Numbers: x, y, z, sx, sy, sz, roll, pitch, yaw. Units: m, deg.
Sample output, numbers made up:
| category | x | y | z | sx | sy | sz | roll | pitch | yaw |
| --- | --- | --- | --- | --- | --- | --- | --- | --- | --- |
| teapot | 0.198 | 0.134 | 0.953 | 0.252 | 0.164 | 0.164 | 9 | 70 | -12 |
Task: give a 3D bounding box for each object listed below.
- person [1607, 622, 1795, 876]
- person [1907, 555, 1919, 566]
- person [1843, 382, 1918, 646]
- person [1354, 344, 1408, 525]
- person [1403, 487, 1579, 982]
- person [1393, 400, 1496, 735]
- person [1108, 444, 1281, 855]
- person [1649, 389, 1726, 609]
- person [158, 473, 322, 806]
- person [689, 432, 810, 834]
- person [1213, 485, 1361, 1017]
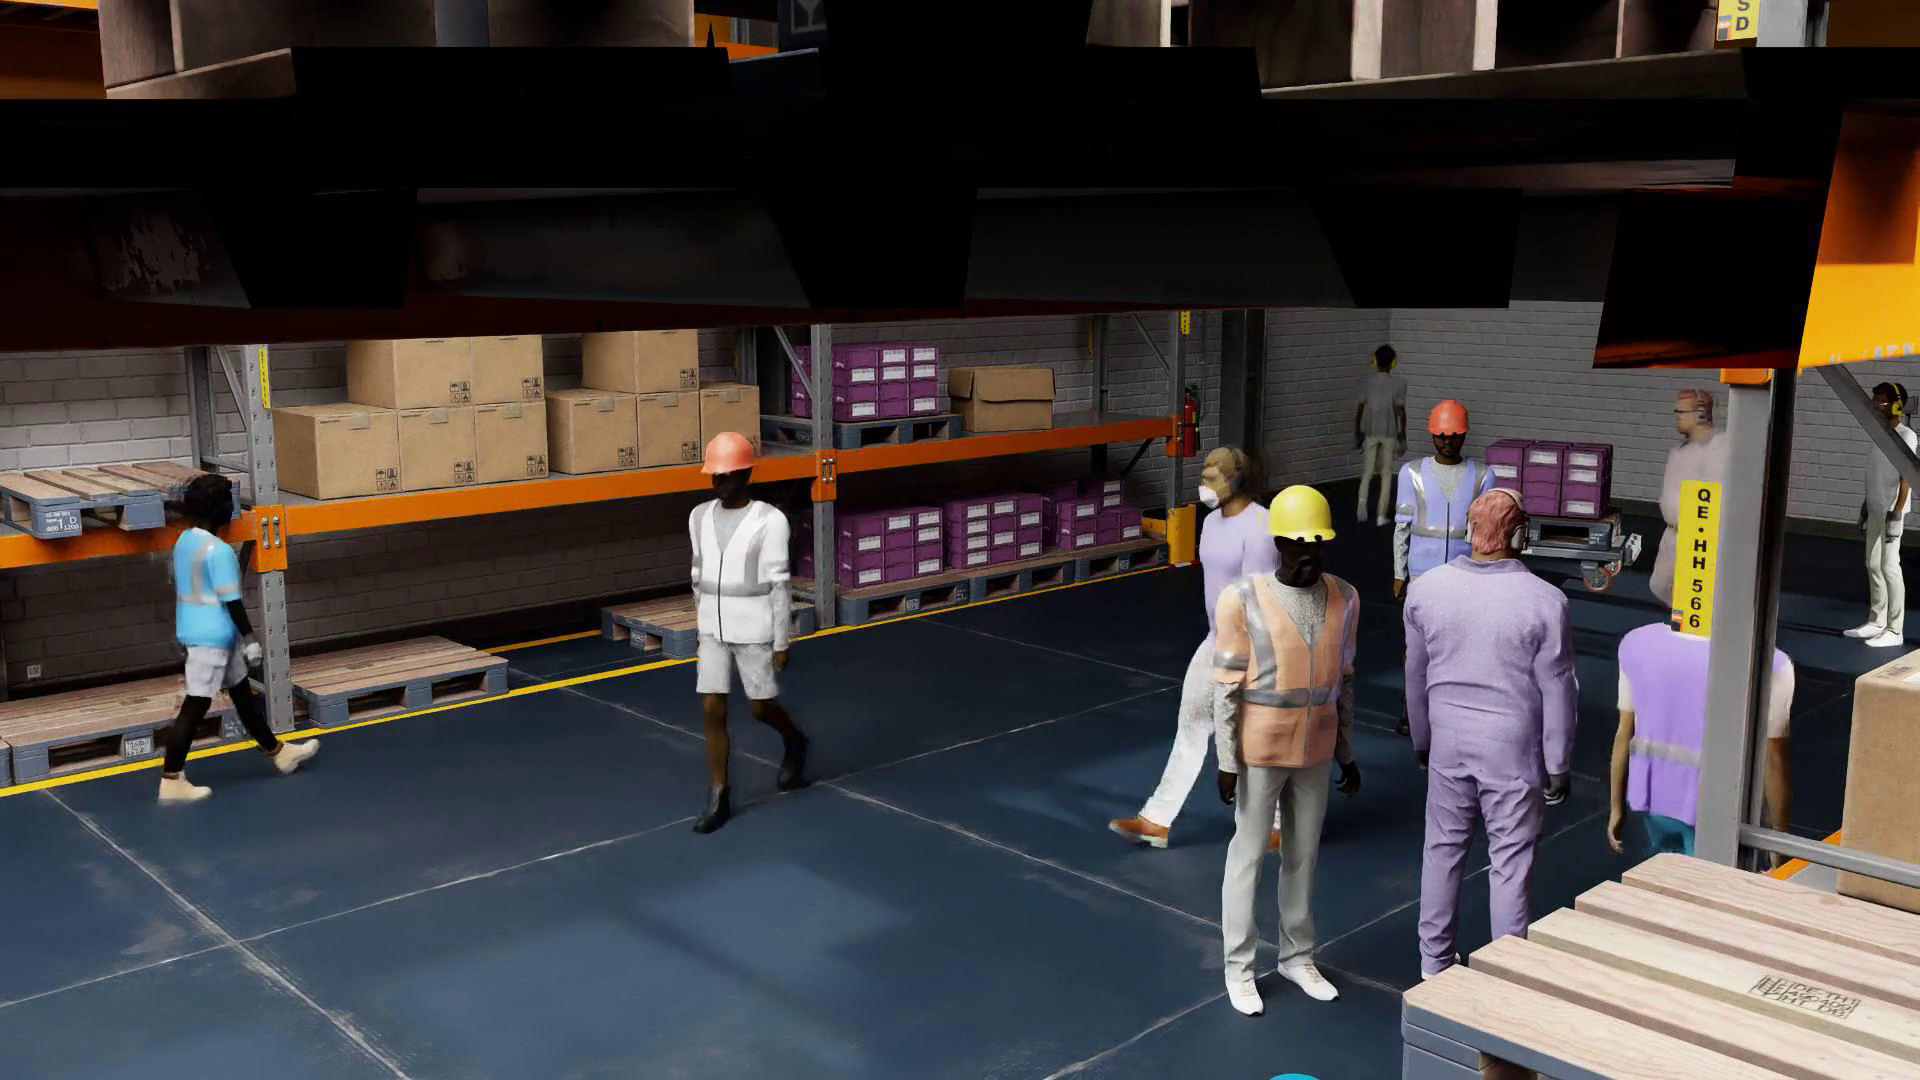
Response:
| category | x | y | z | sx | sy | sz | roll | pitch | yaw |
| --- | --- | --- | --- | --- | --- | --- | --- | --- | --- |
| person | 2.402 | 0.911 | 5.487 | 0.867 | 1.818 | 0.577 | -8 | 13 | -39 |
| person | 8.646 | -0.715 | 14.635 | 0.551 | 1.933 | 0.378 | -2 | 10 | -14 |
| person | 6.524 | -0.183 | 11.752 | 0.331 | 1.860 | 0.509 | 0 | 10 | 2 |
| person | 4.252 | -1.043 | 16.808 | 0.527 | 1.857 | 0.527 | 5 | 11 | 28 |
| person | 1.952 | 0.754 | 6.121 | 0.643 | 1.908 | 0.411 | 9 | 13 | 41 |
| person | 2.746 | 0.168 | 9.456 | 0.553 | 1.935 | 0.364 | 2 | 10 | 10 |
| person | 1.164 | 0.525 | 7.507 | 0.985 | 1.893 | 0.656 | -4 | 10 | -20 |
| person | 4.796 | -0.043 | 10.858 | 0.484 | 1.888 | 0.642 | 0 | 10 | -2 |
| person | -3.703 | 0.484 | 8.428 | 0.873 | 1.644 | 0.552 | -8 | 12 | -39 |
| person | -1.040 | 0.410 | 8.132 | 0.548 | 1.915 | 0.831 | 4 | 11 | 23 |
| person | 1.198 | 0.754 | 6.052 | 0.584 | 1.929 | 0.371 | -4 | 10 | -20 |
